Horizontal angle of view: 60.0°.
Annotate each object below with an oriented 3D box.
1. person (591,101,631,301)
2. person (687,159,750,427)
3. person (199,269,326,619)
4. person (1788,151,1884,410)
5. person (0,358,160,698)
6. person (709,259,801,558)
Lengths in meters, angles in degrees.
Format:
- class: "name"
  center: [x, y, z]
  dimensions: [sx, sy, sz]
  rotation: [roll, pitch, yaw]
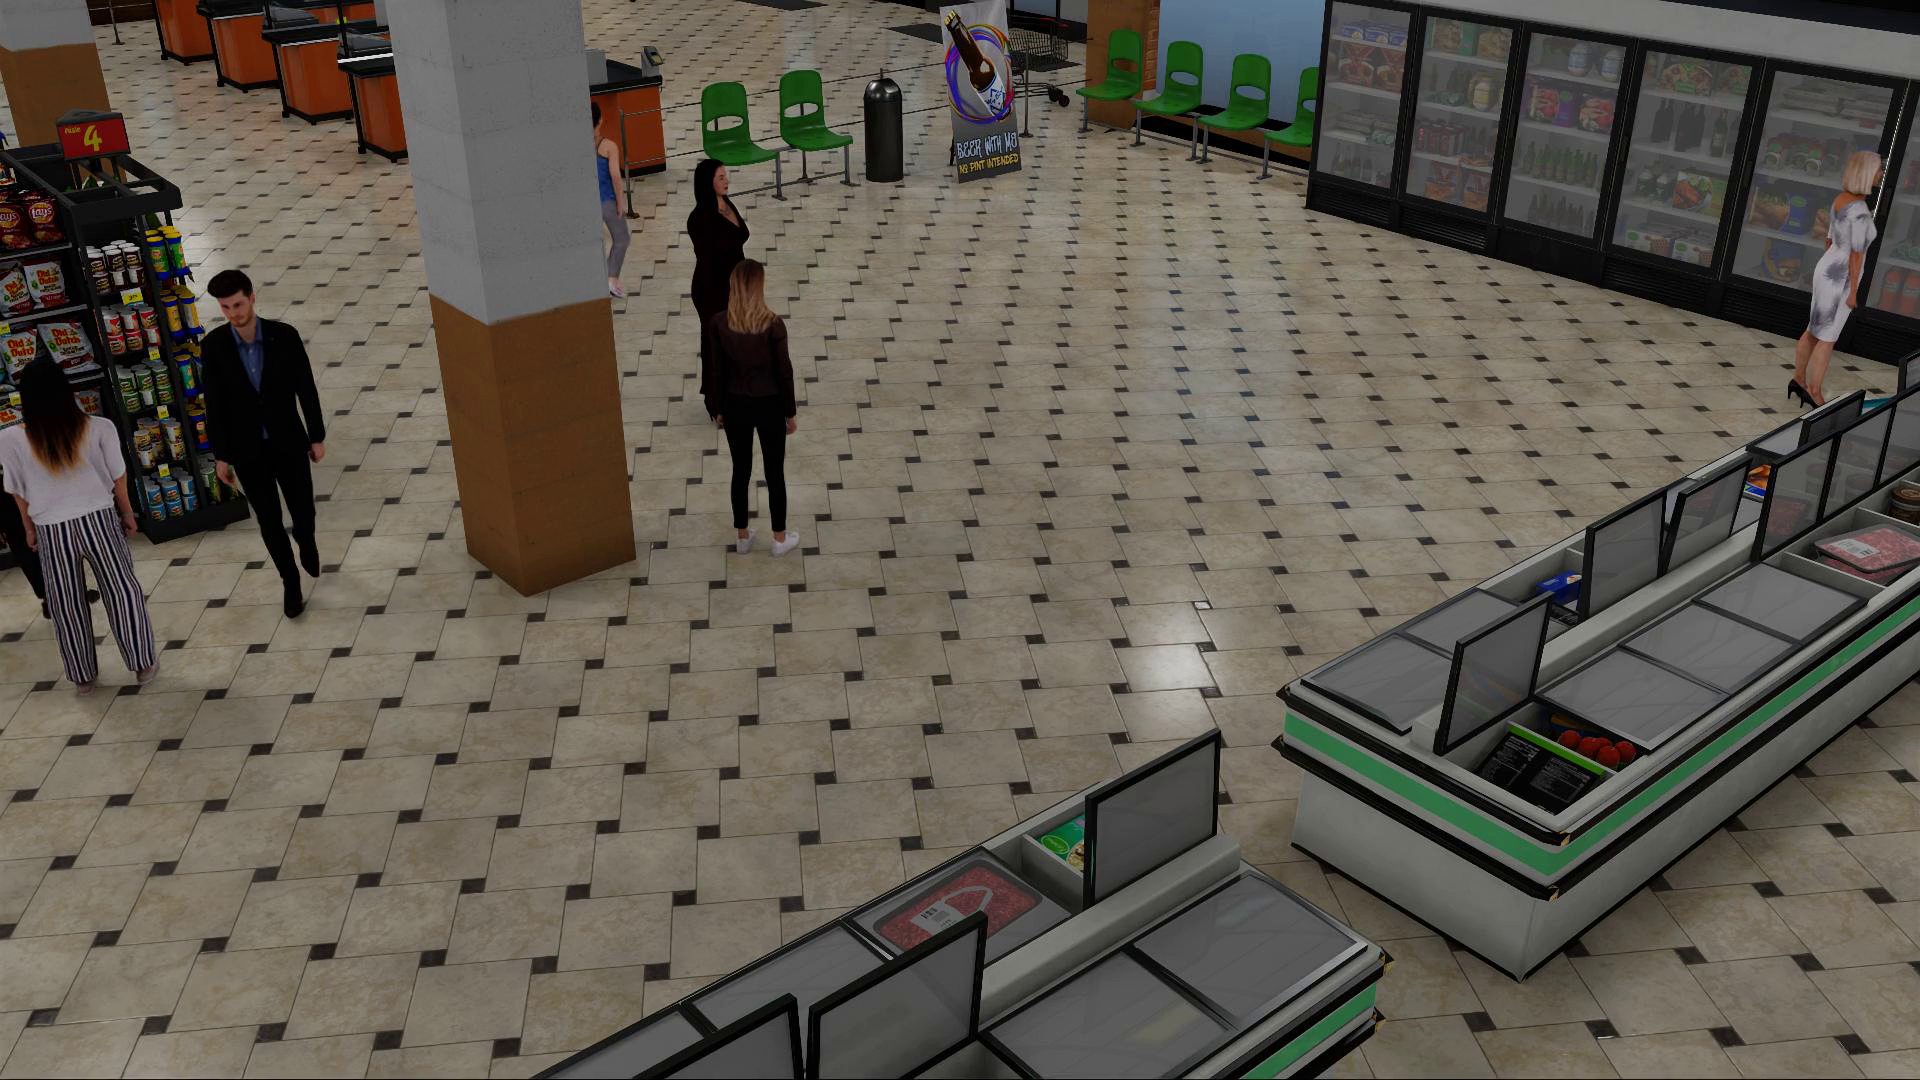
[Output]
- class: "person"
  center: [-2.841, -2.595, 13.001]
  dimensions: [0.704, 1.601, 0.764]
  rotation: [2, 27, 4]
- class: "person"
  center: [-1.585, -1.633, 10.929]
  dimensions: [0.820, 1.758, 0.741]
  rotation: [5, 27, 10]
- class: "person"
  center: [-3.598, -0.530, 8.642]
  dimensions: [0.901, 1.861, 0.915]
  rotation: [-10, 29, -20]
- class: "person"
  center: [5.866, -1.731, 11.131]
  dimensions: [0.687, 1.751, 0.638]
  rotation: [1, 27, 1]
- class: "person"
  center: [-4.195, -0.059, 7.917]
  dimensions: [0.681, 1.675, 0.811]
  rotation: [-11, 29, -21]
- class: "person"
  center: [-1.142, -0.716, 9.183]
  dimensions: [0.676, 1.703, 0.705]
  rotation: [6, 27, 11]
